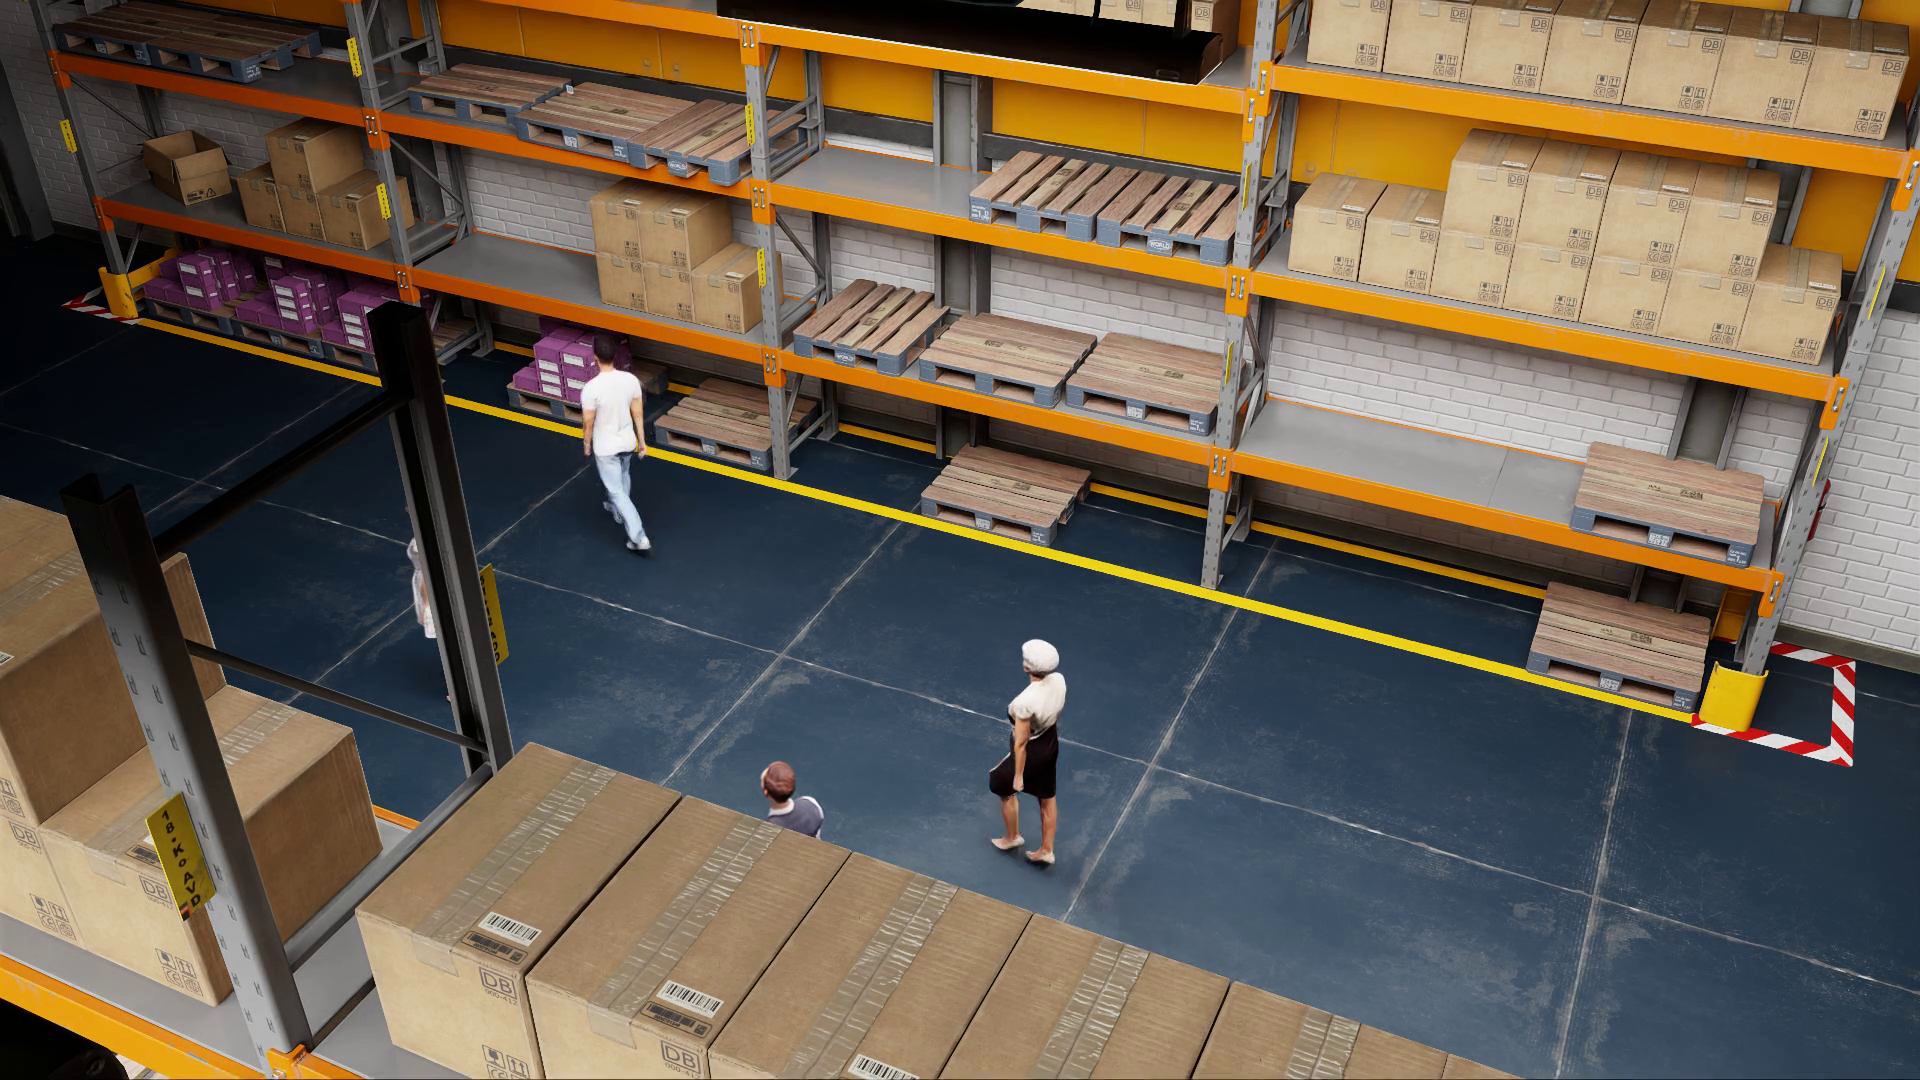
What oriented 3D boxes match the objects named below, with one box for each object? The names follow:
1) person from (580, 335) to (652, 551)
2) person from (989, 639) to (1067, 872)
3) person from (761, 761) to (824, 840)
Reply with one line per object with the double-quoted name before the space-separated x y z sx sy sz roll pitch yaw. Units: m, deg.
"person" -2.777 -0.747 13.560 0.950 1.824 1.230 -28 42 -35
"person" 0.530 1.404 10.401 0.812 1.738 0.772 28 43 35
"person" -0.959 2.001 9.322 0.650 1.938 0.720 25 41 32
